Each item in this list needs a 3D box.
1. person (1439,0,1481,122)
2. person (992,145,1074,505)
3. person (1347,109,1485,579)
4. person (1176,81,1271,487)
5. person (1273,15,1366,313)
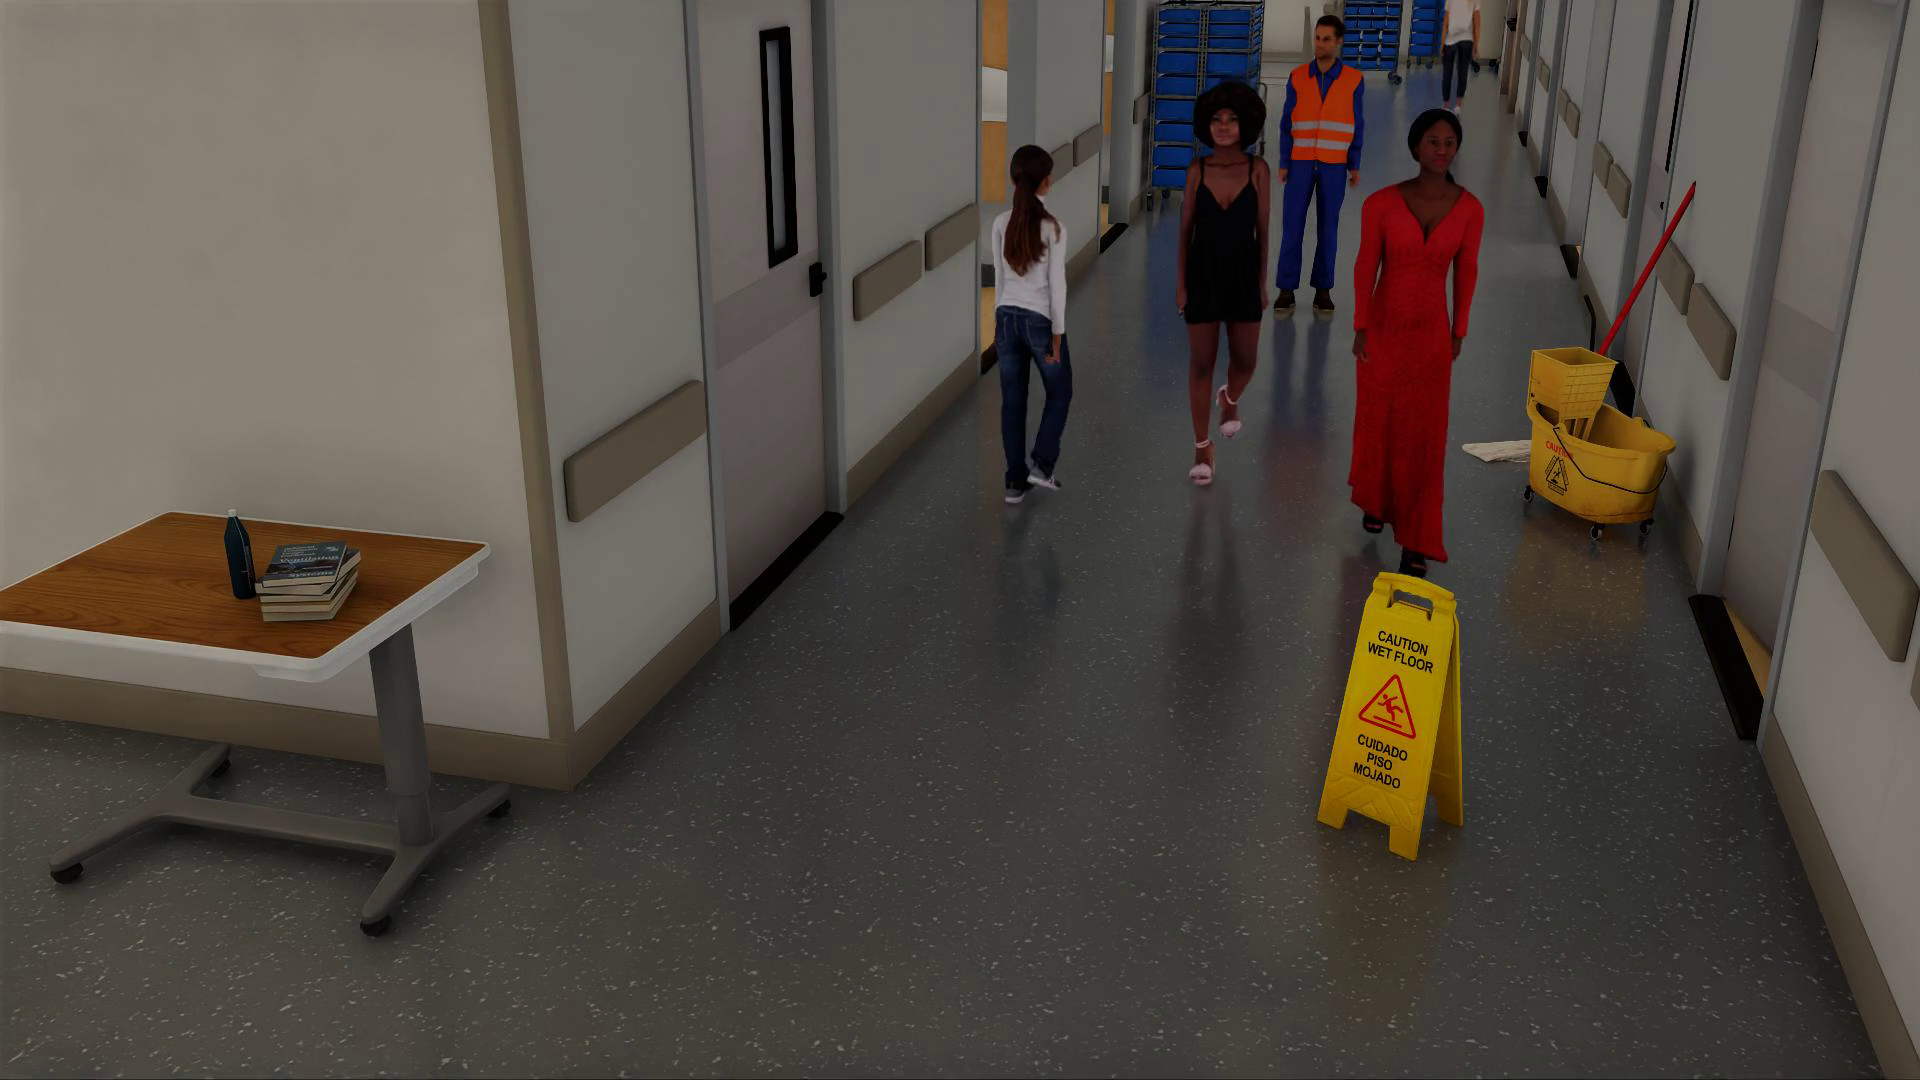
[{"bbox_3d":[6.110,-6.021,20.356,0.633,1.769,1.165,5,21,13],"label":"person"},{"bbox_3d":[0.261,-0.885,7.111,0.534,1.546,0.579,8,22,19],"label":"person"},{"bbox_3d":[1.735,-0.762,6.526,0.654,1.730,1.157,4,21,11],"label":"person"},{"bbox_3d":[1.181,-1.143,7.461,0.608,1.779,0.786,3,21,8],"label":"person"},{"bbox_3d":[2.290,-2.394,10.647,0.691,1.862,0.610,4,21,10],"label":"person"}]
